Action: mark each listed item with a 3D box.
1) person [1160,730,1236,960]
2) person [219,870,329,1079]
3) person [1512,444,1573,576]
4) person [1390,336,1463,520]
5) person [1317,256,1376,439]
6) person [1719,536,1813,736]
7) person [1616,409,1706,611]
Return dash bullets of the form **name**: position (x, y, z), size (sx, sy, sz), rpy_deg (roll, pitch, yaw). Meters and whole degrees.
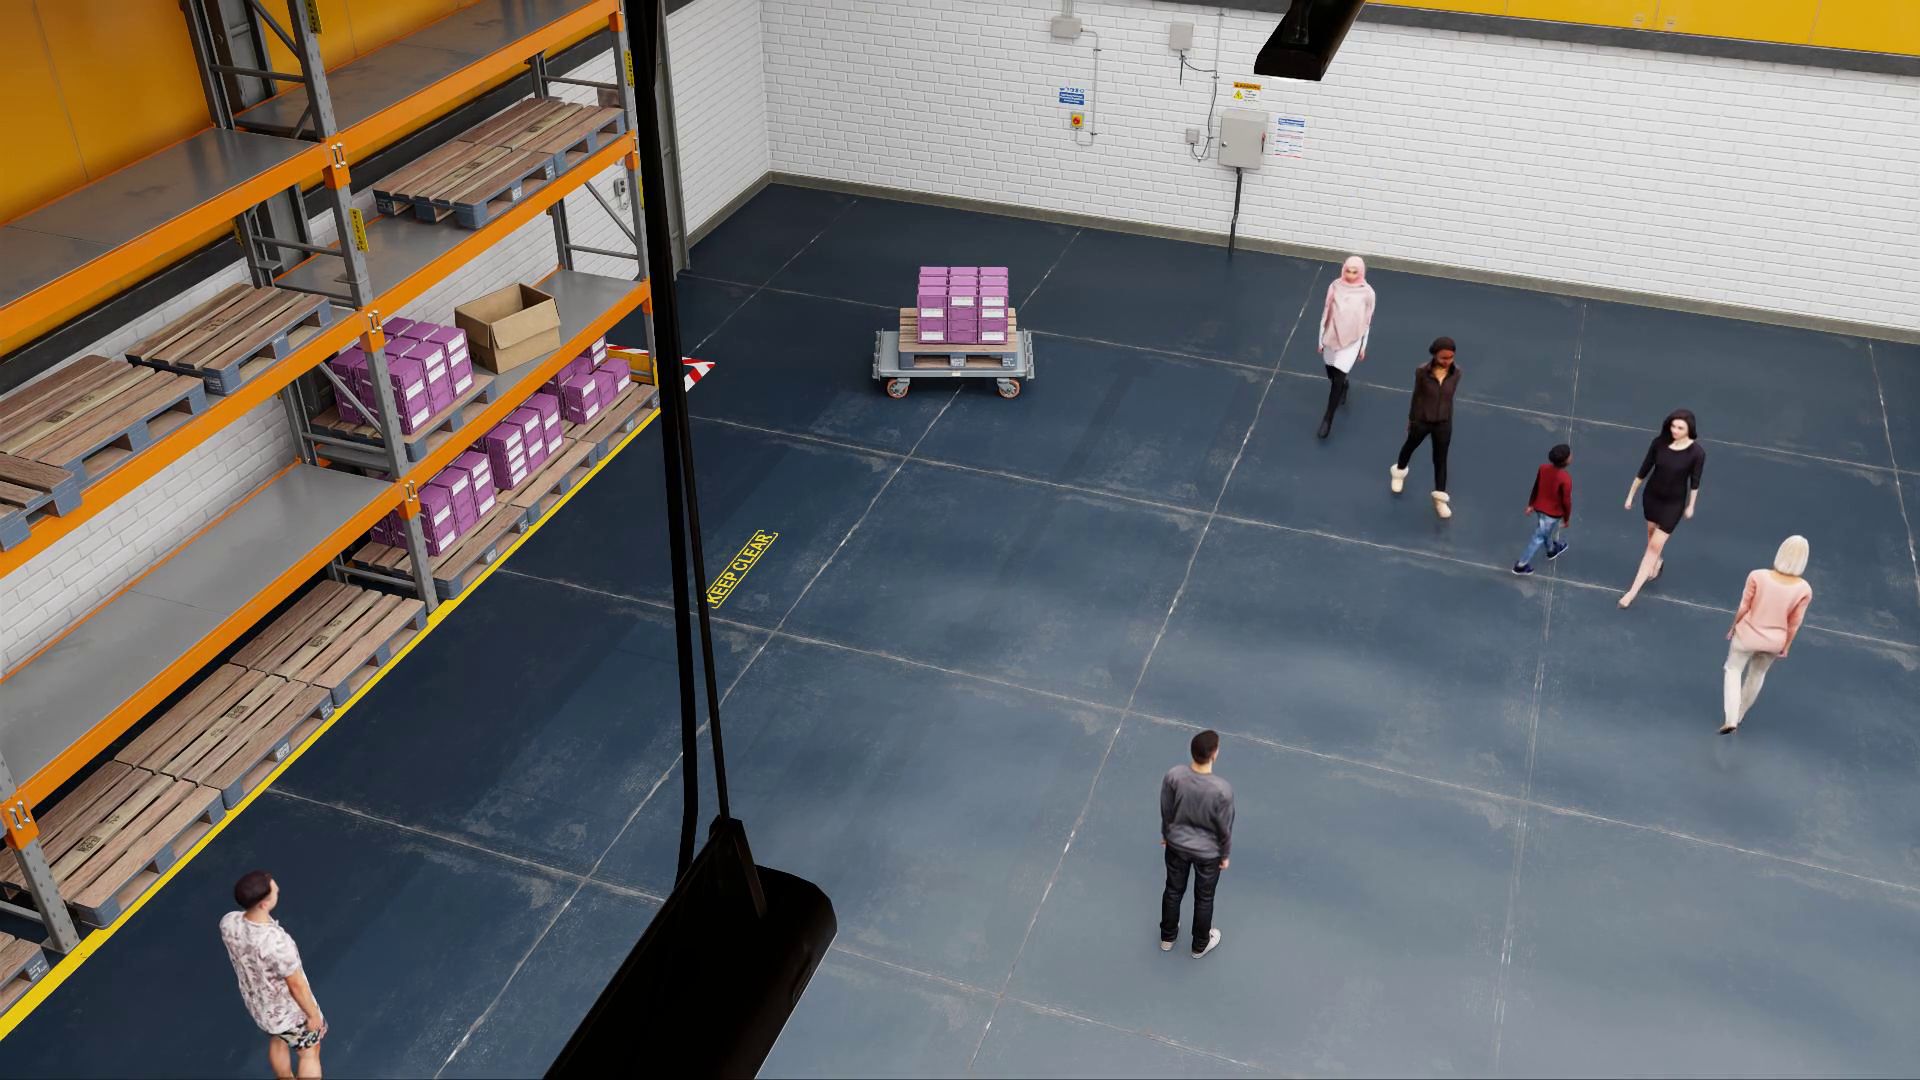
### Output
- **person**: position (1.467, 1.903, 10.410), size (0.634, 1.760, 0.543), rpy_deg (14, 36, 21)
- **person**: position (-3.843, 2.576, 9.353), size (0.707, 1.810, 0.629), rpy_deg (17, 37, 24)
- **person**: position (4.948, -0.237, 14.110), size (0.914, 1.230, 0.855), rpy_deg (-14, 36, -20)
- **person**: position (4.223, -0.974, 14.856), size (1.146, 1.630, 0.811), rpy_deg (11, 35, 16)
- **person**: position (3.735, -1.927, 16.160), size (0.737, 1.774, 1.168), rpy_deg (16, 37, 23)
- **person**: position (5.863, 0.748, 12.195), size (0.617, 1.709, 0.880), rpy_deg (14, 36, 20)
- **person**: position (5.842, -0.301, 13.732), size (1.212, 1.754, 0.975), rpy_deg (-27, 42, -35)
